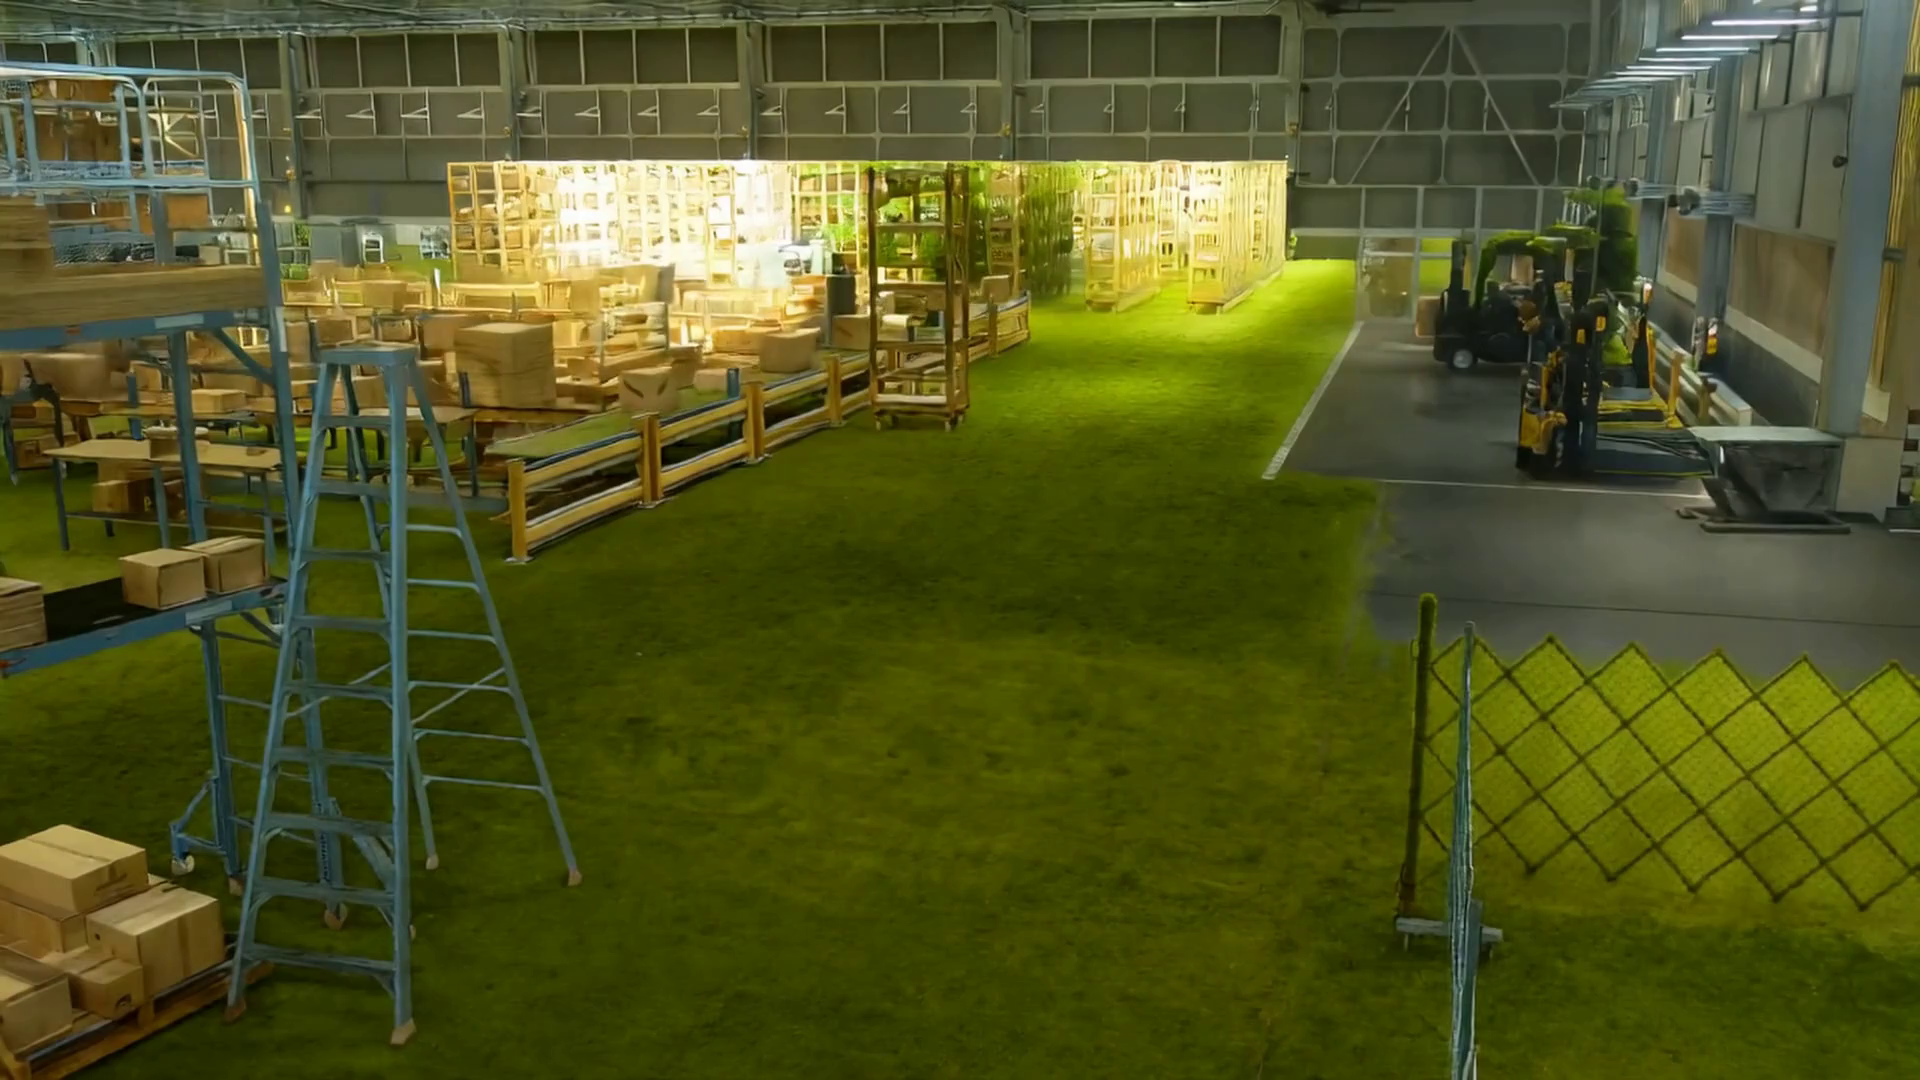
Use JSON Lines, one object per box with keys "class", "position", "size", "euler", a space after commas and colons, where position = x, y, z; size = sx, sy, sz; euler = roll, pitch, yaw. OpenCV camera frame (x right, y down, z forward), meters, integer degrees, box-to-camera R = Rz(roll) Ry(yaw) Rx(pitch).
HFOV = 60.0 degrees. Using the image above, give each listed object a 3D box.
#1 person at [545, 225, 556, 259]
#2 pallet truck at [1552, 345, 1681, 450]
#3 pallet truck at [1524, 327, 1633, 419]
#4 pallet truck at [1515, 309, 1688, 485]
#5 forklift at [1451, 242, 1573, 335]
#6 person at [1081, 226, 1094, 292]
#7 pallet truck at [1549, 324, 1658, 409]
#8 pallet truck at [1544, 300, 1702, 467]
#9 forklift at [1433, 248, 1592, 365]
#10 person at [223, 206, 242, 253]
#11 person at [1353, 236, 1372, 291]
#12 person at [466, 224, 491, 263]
{"class": "person", "position": [-12.865, -9.139, 51.745], "size": [0.930, 1.956, 0.637], "euler": [-1, 13, -4]}
{"class": "pallet truck", "position": [8.641, -1.896, 21.908], "size": [1.630, 1.274, 0.653], "euler": [4, 14, 16]}
{"class": "pallet truck", "position": [9.065, -2.460, 24.370], "size": [1.522, 1.261, 0.704], "euler": [3, 13, 14]}
{"class": "pallet truck", "position": [7.554, -1.677, 19.446], "size": [1.885, 1.965, 0.823], "euler": [3, 13, 14]}
{"class": "forklift", "position": [10.464, -4.597, 31.405], "size": [2.680, 1.987, 1.157], "euler": [4, 14, 16]}
{"class": "person", "position": [3.579, -7.820, 46.304], "size": [0.388, 1.847, 0.563], "euler": [1, 13, 4]}
{"class": "pallet truck", "position": [9.824, -2.669, 25.407], "size": [1.601, 1.201, 0.680], "euler": [4, 14, 16]}
{"class": "pallet truck", "position": [8.263, -1.952, 20.631], "size": [1.885, 1.965, 0.823], "euler": [5, 14, 20]}
{"class": "forklift", "position": [9.780, -4.111, 29.280], "size": [2.680, 1.987, 1.157], "euler": [3, 13, 14]}
{"class": "person", "position": [-26.735, -11.305, 61.229], "size": [0.647, 1.901, 0.938], "euler": [-3, 13, -13]}
{"class": "person", "position": [9.786, -6.448, 40.413], "size": [0.404, 1.833, 0.589], "euler": [11, 17, 40]}
{"class": "person", "position": [-14.609, -8.789, 50.508], "size": [0.674, 1.842, 0.814], "euler": [-2, 13, -7]}
